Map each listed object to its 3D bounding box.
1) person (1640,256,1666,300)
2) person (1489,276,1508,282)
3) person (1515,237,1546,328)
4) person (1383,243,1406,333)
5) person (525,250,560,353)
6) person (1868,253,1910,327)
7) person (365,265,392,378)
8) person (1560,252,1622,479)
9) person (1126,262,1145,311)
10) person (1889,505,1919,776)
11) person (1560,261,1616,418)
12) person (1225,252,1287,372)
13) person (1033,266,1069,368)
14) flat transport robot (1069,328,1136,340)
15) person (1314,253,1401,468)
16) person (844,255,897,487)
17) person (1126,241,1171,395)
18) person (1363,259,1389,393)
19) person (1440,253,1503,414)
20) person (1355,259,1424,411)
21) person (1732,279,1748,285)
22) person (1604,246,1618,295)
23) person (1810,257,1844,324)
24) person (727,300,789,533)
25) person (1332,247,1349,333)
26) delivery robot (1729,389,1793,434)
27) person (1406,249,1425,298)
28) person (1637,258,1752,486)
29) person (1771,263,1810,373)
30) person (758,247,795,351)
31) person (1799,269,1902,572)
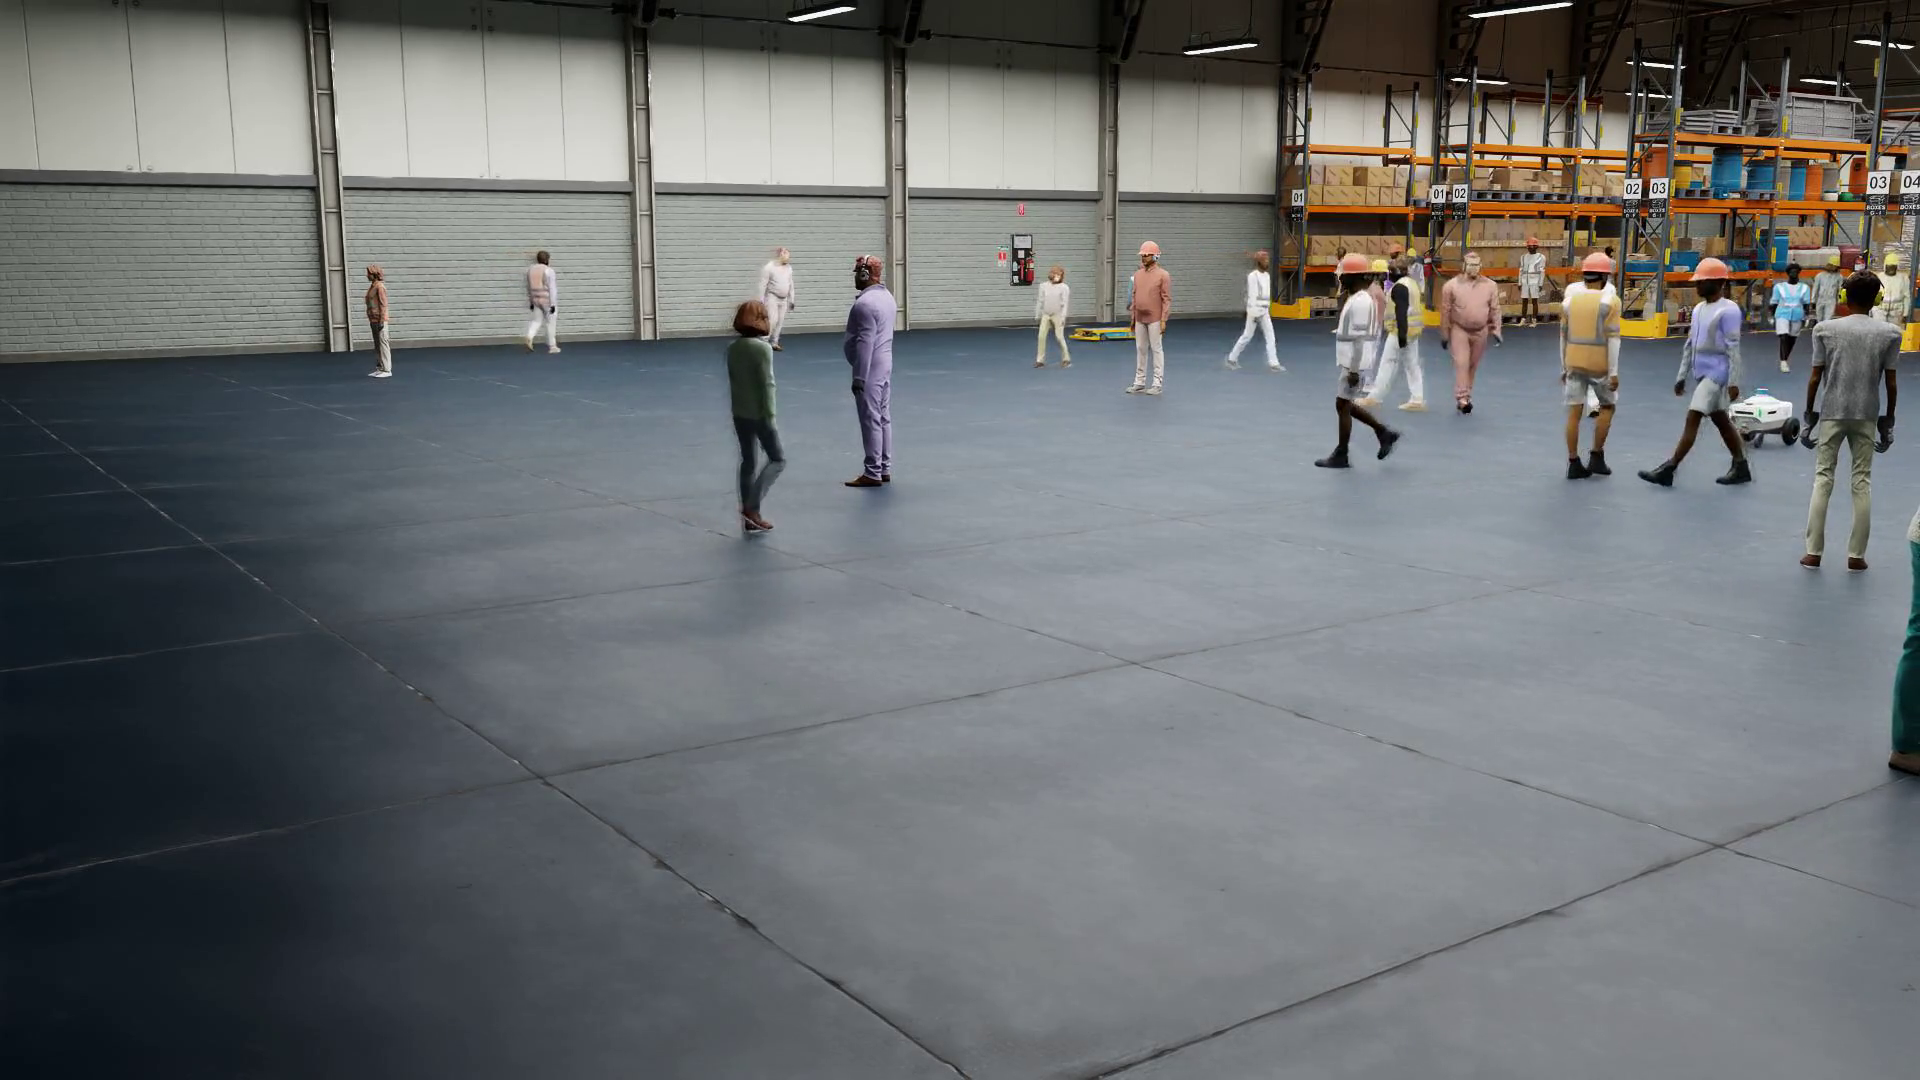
[{"bbox_3d":[15.732,-5.653,37.889,0.659,1.612,0.547,-7,12,-33],"label":"person"},{"bbox_3d":[14.184,-6.884,43.696,0.744,1.970,0.623,-5,12,-27],"label":"person"},{"bbox_3d":[12.908,-5.817,37.635,0.380,2.045,0.605,-9,14,-42],"label":"person"},{"bbox_3d":[9.367,-5.407,35.745,0.590,1.914,0.577,10,14,42],"label":"person"},{"bbox_3d":[-7.385,-4.194,29.350,0.636,1.825,0.718,5,11,24],"label":"person"},{"bbox_3d":[14.655,-3.632,26.302,0.599,1.812,0.710,3,11,18],"label":"person"},{"bbox_3d":[-8.540,-3.202,24.410,0.307,1.640,0.519,-7,13,-35],"label":"person"},{"bbox_3d":[5.419,-1.484,14.219,0.601,1.918,0.582,-9,14,-41],"label":"person"},{"bbox_3d":[3.343,-4.311,30.613,0.525,1.589,0.861,-1,10,-5],"label":"person"},{"bbox_3d":[3.818,0.026,6.367,0.331,1.767,0.527,8,13,36],"label":"person"},{"bbox_3d":[7.228,-2.342,19.180,0.600,1.830,1.002,2,11,12],"label":"person"},{"bbox_3d":[4.535,-3.502,25.538,0.979,1.842,0.595,8,13,39],"label":"person"},{"bbox_3d":[1.453,-3.513,26.204,0.558,1.613,0.392,4,11,23],"label":"person"},{"bbox_3d":[2.961,-4.123,33.217,1.431,0.197,0.652,-6,12,-28],"label":"flat transport robot"},{"bbox_3d":[3.561,-1.584,14.781,0.671,1.920,0.548,1,10,7],"label":"person"},{"bbox_3d":[-0.758,-1.396,13.780,0.409,1.907,0.651,3,11,15],"label":"person"},{"bbox_3d":[2.475,-2.906,21.817,0.377,1.995,0.608,-10,14,-44],"label":"person"},{"bbox_3d":[5.489,-2.806,21.918,0.325,1.763,0.533,3,11,18],"label":"person"},{"bbox_3d":[5.986,-2.406,19.432,0.665,1.853,0.983,0,10,0],"label":"person"},{"bbox_3d":[5.159,-2.431,19.772,0.886,1.794,0.650,6,12,31],"label":"person"},{"bbox_3d":[22.298,-7.529,47.451,0.746,1.898,0.602,-8,13,-39],"label":"person"},{"bbox_3d":[14.872,-5.830,38.237,0.440,1.851,0.551,-8,13,-37],"label":"person"},{"bbox_3d":[16.304,-4.480,31.271,0.505,1.688,0.915,7,12,33],"label":"person"},{"bbox_3d":[-1.411,-0.847,11.514,0.328,1.620,0.531,-9,14,-41],"label":"person"},{"bbox_3d":[8.170,-5.344,35.599,0.346,1.842,0.505,5,12,26],"label":"person"},{"bbox_3d":[7.917,-1.252,16.442,0.707,0.478,0.477,-8,13,-39],"label":"delivery robot"},{"bbox_3d":[9.974,-5.539,36.829,0.618,1.780,0.917,1,10,5],"label":"person"},{"bbox_3d":[6.169,-1.375,13.745,1.020,1.880,0.561,-1,10,-4],"label":"person"},{"bbox_3d":[12.694,-3.406,25.469,0.537,1.668,0.817,2,11,12],"label":"person"},{"bbox_3d":[-3.283,-4.321,29.912,0.502,1.870,0.668,8,13,39],"label":"person"},{"bbox_3d":[5.476,-0.729,10.260,0.517,1.863,0.314,4,11,23],"label":"person"}]
